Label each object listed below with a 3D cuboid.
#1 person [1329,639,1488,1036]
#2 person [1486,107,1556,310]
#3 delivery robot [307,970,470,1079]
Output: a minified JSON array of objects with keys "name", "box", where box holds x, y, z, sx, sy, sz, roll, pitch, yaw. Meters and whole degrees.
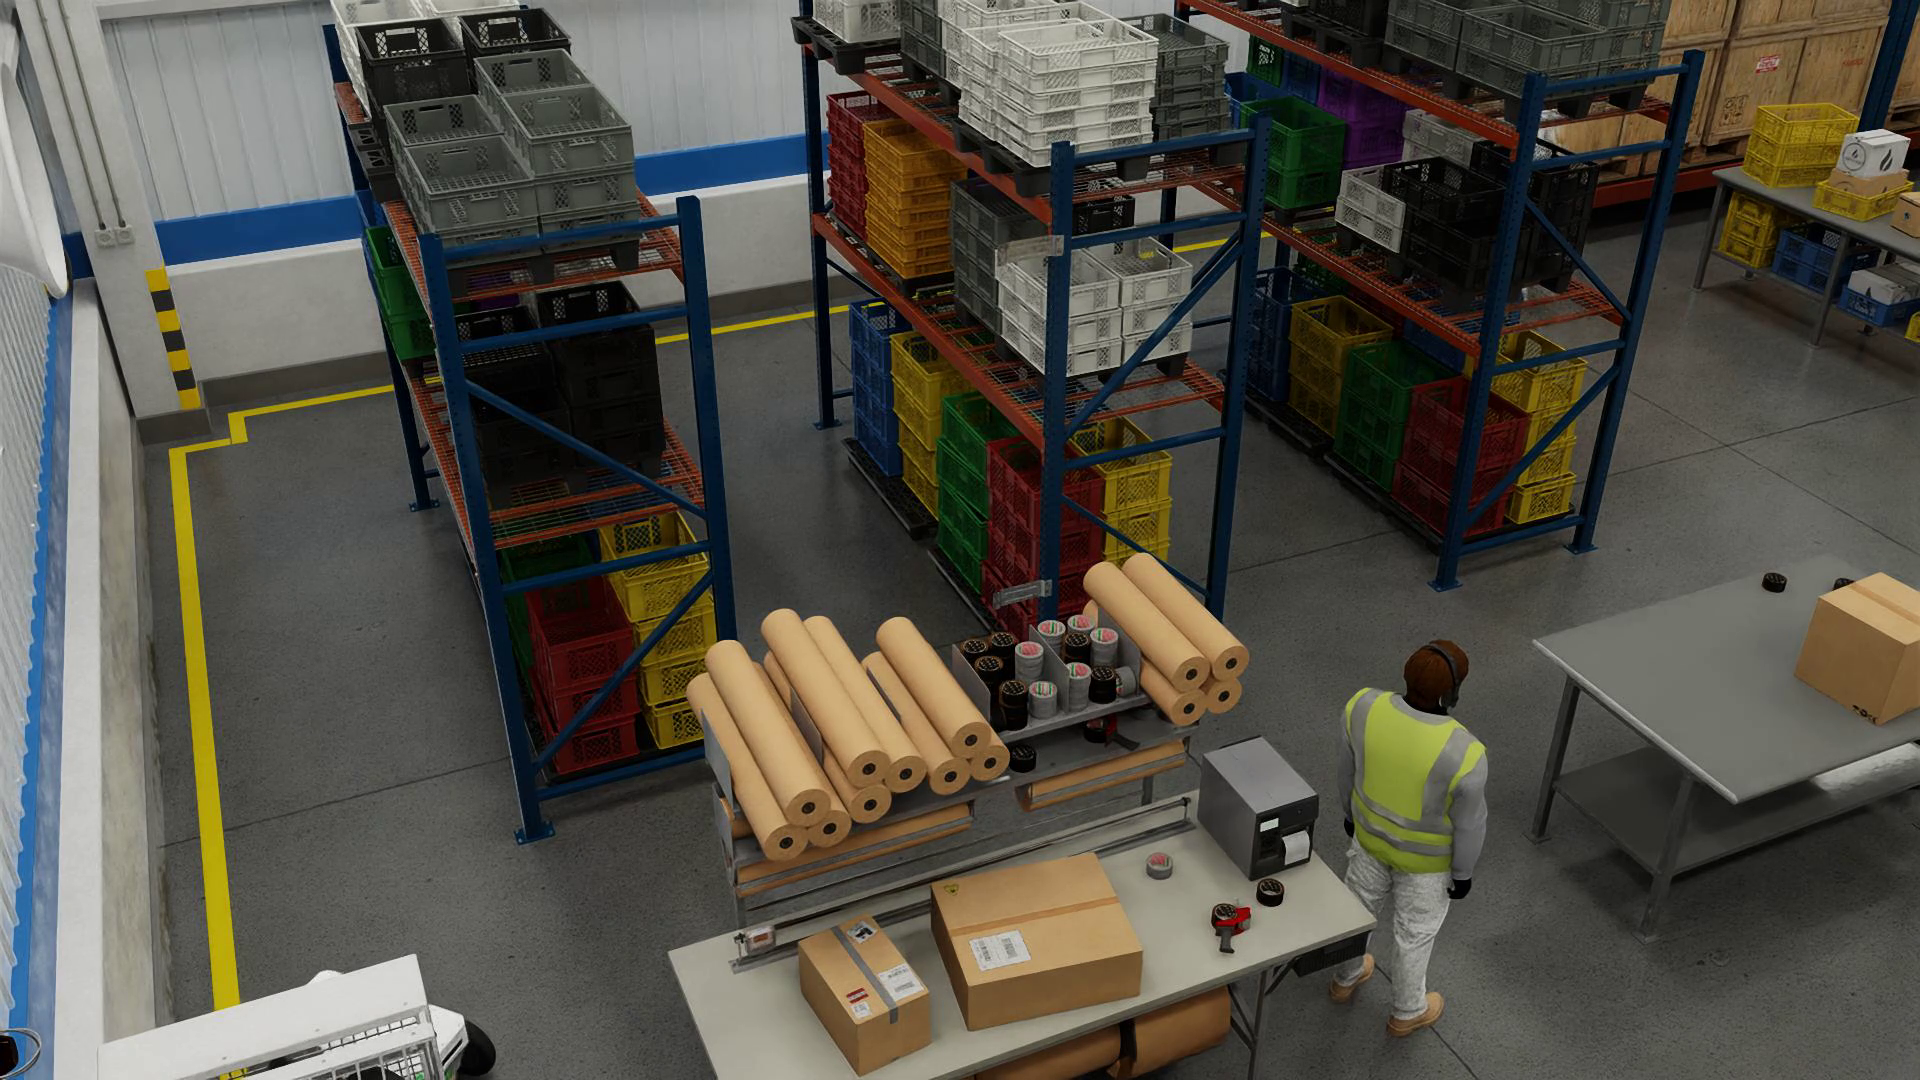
[{"name":"person","box":[1.763,1.170,6.557,0.429,1.844,0.627,-27,41,-37]},{"name":"person","box":[4.290,-2.768,12.950,0.607,1.830,0.963,-11,33,-17]},{"name":"delivery robot","box":[-2.275,1.927,6.460,0.707,0.478,0.477,12,34,19]}]
